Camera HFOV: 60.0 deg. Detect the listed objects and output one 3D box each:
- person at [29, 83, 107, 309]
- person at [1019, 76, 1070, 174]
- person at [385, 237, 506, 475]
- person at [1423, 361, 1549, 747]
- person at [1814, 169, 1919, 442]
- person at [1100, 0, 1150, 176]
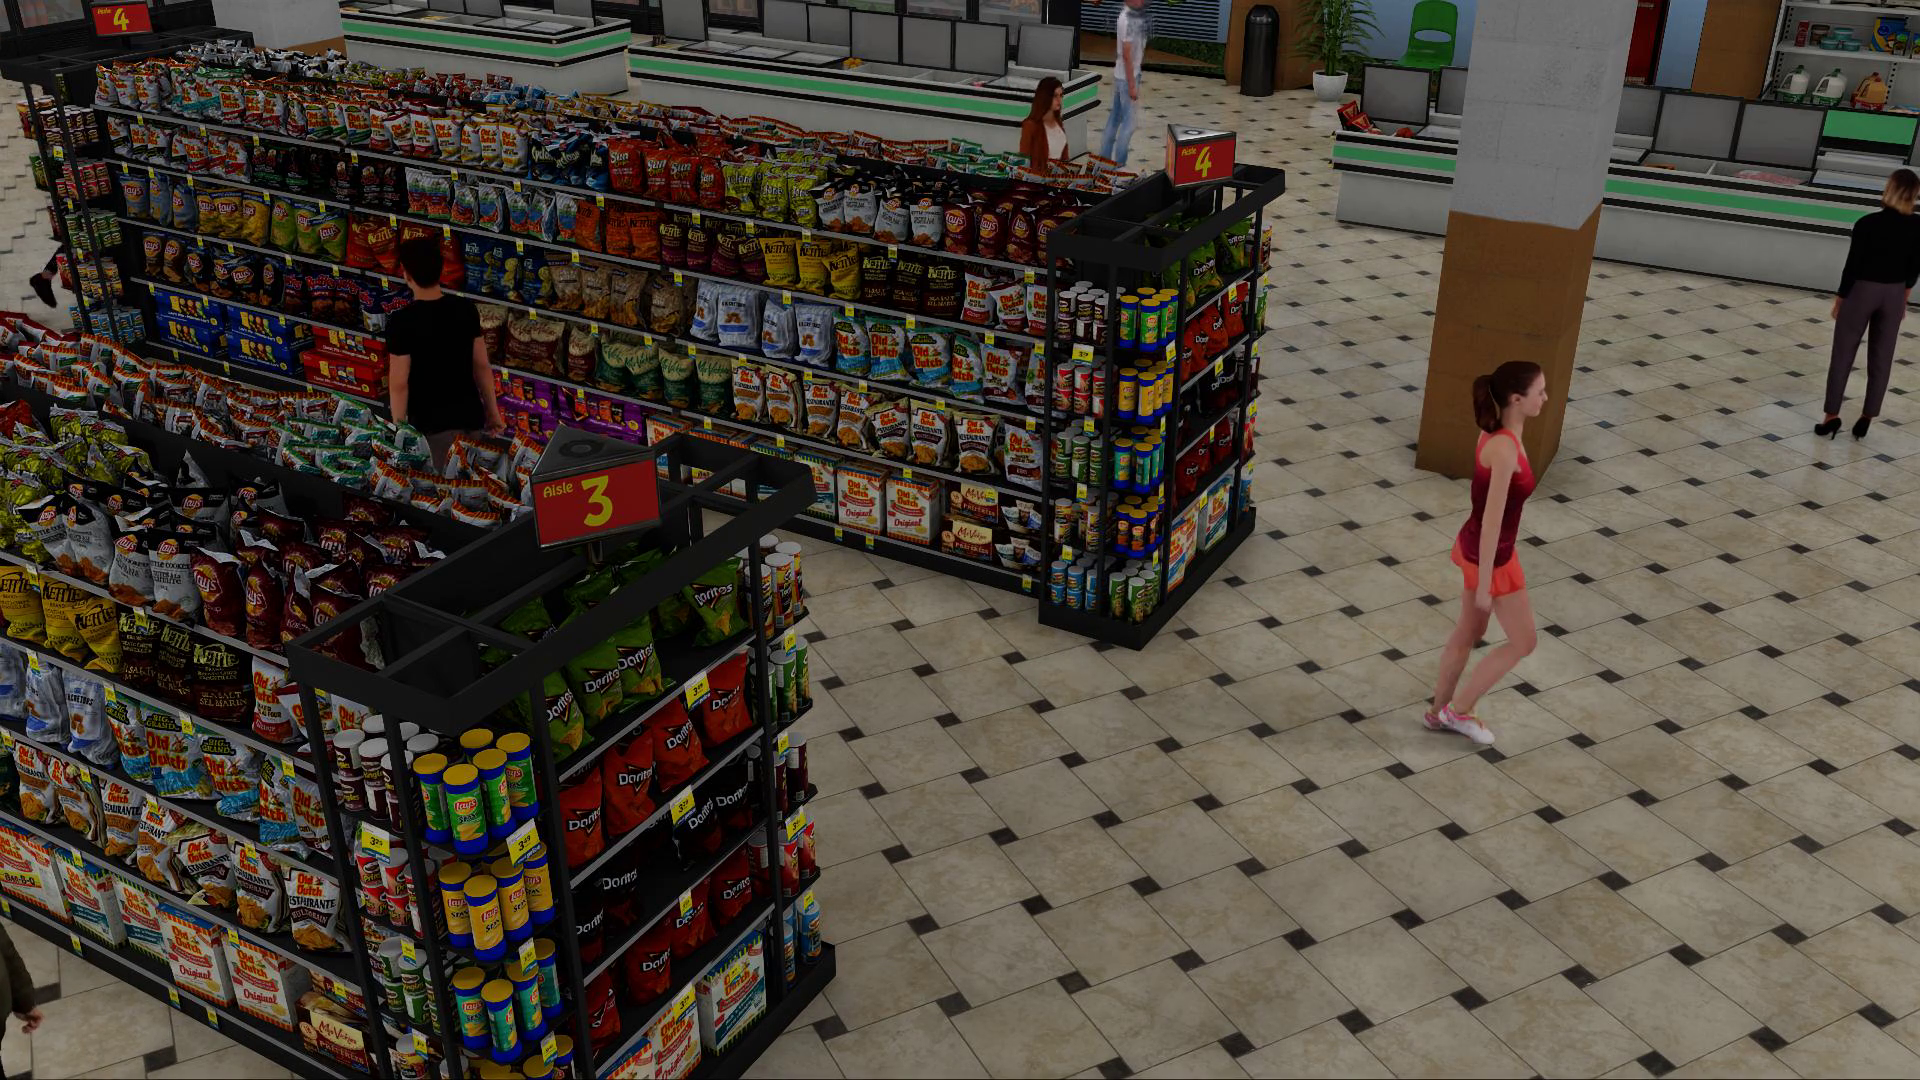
[{"bbox_3d":[-6.481,-2.468,12.056,0.960,1.695,0.800,24,35,38],"label":"person"},{"bbox_3d":[0.525,-2.554,12.214,0.660,1.704,0.603,17,32,30],"label":"person"},{"bbox_3d":[-2.444,-0.533,8.083,1.253,1.837,0.849,21,34,35],"label":"person"},{"bbox_3d":[2.131,0.079,6.982,0.722,1.741,0.685,3,27,6],"label":"person"},{"bbox_3d":[5.466,-1.392,9.961,0.601,1.671,0.729,3,27,5],"label":"person"},{"bbox_3d":[1.542,-4.321,15.577,0.816,1.815,0.880,-1,27,-2],"label":"person"}]
